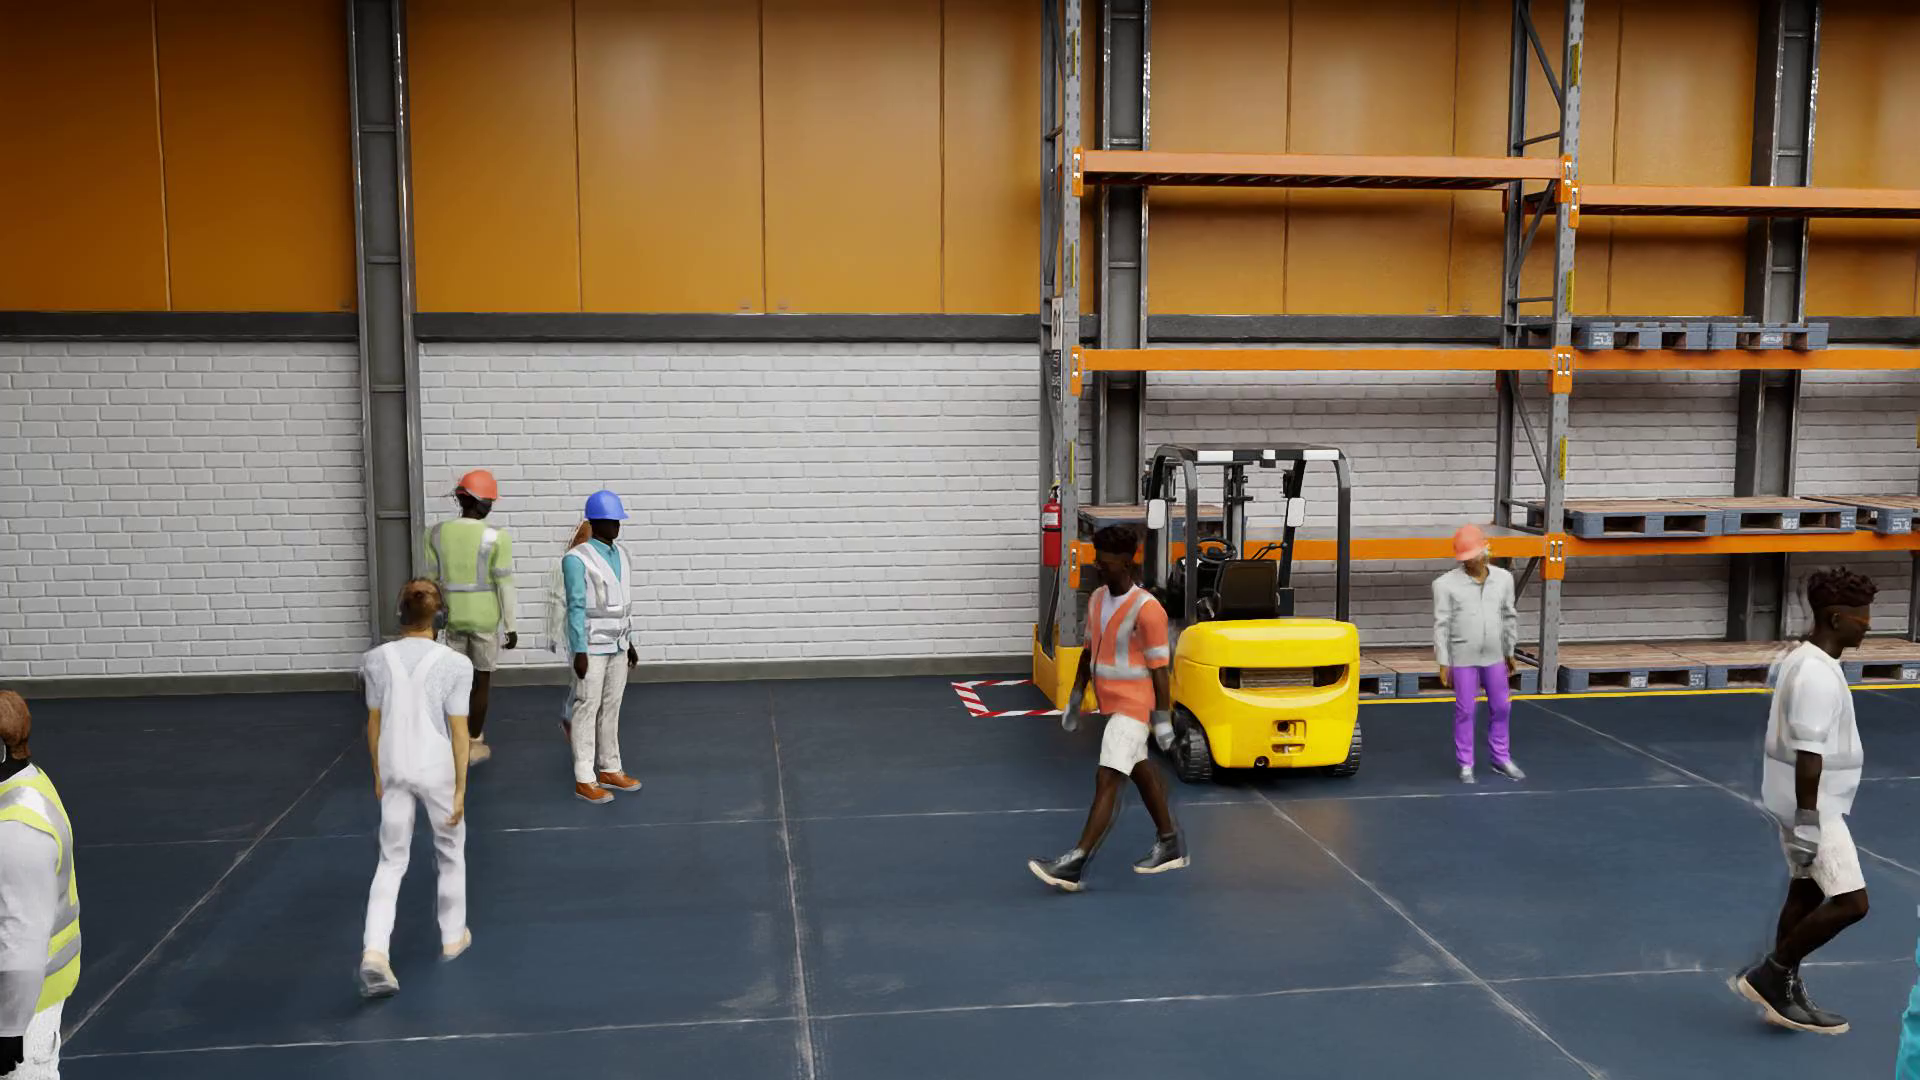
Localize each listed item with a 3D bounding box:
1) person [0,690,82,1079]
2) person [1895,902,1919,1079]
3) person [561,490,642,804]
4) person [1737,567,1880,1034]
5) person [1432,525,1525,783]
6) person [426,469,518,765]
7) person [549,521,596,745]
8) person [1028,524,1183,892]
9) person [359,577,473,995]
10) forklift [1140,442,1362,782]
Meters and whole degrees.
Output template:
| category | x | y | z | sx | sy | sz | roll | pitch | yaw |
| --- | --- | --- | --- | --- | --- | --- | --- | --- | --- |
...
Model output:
| category | x | y | z | sx | sy | sz | roll | pitch | yaw |
| --- | --- | --- | --- | --- | --- | --- | --- | --- | --- |
| person | -2.835 | 1.344 | 4.918 | 0.429 | 1.844 | 0.627 | -5 | 8 | -35 |
| person | 2.380 | 1.447 | 3.782 | 0.662 | 1.890 | 0.624 | -3 | 7 | -22 |
| person | -2.248 | 0.656 | 10.473 | 0.393 | 1.949 | 0.602 | 3 | 7 | 24 |
| person | 3.508 | 1.078 | 6.792 | 0.421 | 1.944 | 0.642 | 3 | 7 | 23 |
| person | 3.339 | 0.742 | 10.765 | 0.606 | 1.706 | 0.426 | -1 | 7 | -11 |
| person | -3.293 | 0.538 | 11.200 | 0.626 | 2.018 | 0.504 | 1 | 7 | 11 |
| person | -2.645 | 0.667 | 11.769 | 0.412 | 1.615 | 0.546 | 6 | 9 | 40 |
| person | 0.798 | 0.867 | 8.767 | 1.014 | 1.907 | 0.624 | -3 | 7 | -22 |
| person | -2.429 | 1.079 | 7.409 | 0.517 | 1.814 | 0.873 | 0 | 7 | -1 |
| forklift | 1.912 | 0.418 | 11.496 | 1.214 | 2.155 | 2.313 | -1 | 7 | -8 |
